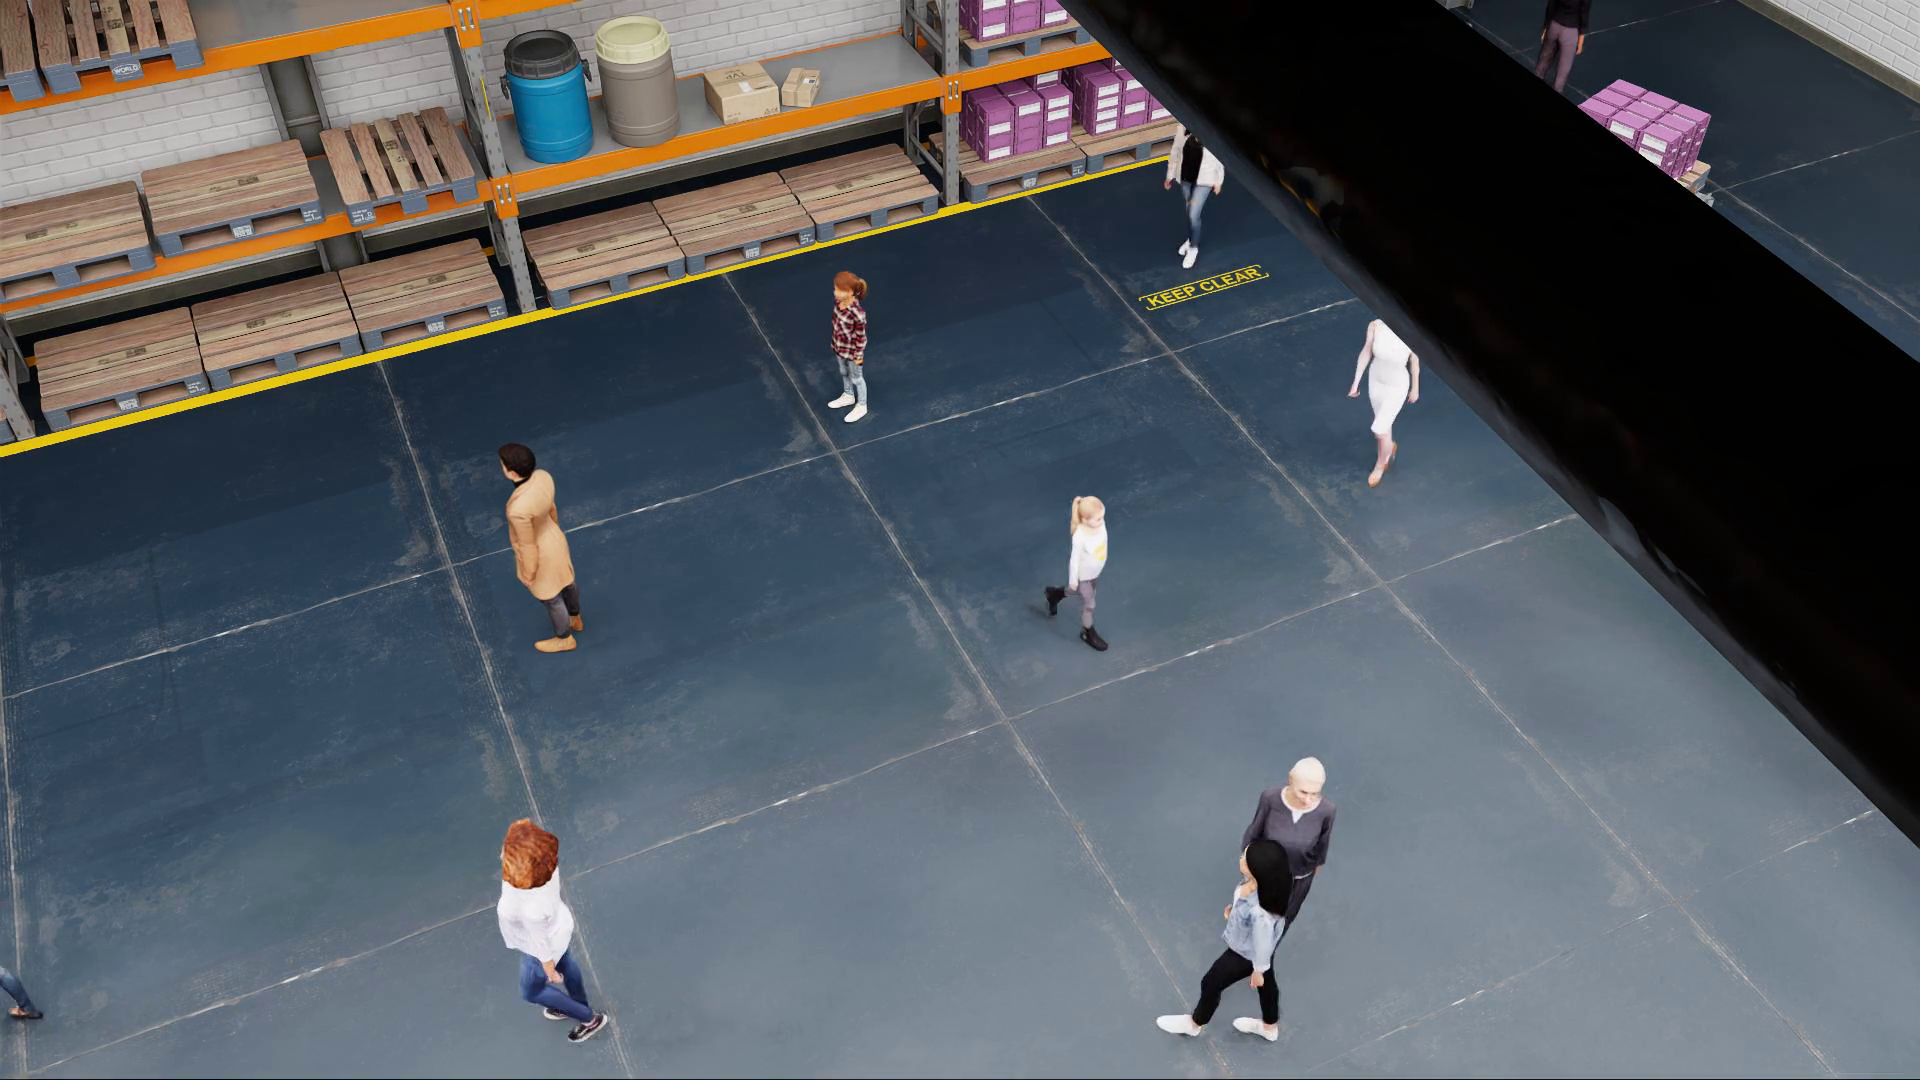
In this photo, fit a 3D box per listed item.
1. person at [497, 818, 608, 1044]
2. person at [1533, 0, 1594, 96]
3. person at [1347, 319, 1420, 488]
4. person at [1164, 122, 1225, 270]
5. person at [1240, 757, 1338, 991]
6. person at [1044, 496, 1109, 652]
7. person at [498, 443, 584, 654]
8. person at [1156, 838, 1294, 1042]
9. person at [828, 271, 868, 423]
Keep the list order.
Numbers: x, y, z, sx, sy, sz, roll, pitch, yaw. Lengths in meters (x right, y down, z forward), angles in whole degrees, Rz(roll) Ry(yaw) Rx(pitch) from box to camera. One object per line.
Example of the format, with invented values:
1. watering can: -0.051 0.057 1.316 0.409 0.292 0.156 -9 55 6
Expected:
1. person: -2.104 2.087 8.785 0.815 1.695 0.773 2 44 2
2. person: 5.803 -4.834 16.067 0.624 1.671 0.659 -31 52 -29
3. person: 3.179 -1.133 12.114 0.699 1.765 0.789 27 50 26
4. person: 2.077 -3.190 14.378 0.757 1.621 0.814 27 50 25
5. person: 1.793 1.700 9.188 1.024 1.699 1.065 12 45 13
6. person: 0.786 0.178 11.103 0.769 1.261 0.805 27 50 25
7. person: -2.731 0.052 10.899 0.806 1.726 0.764 8 44 9
8. person: 1.621 2.145 8.731 1.005 1.685 0.927 11 45 12
9. person: -0.850 -1.518 12.851 0.575 1.306 0.575 -28 50 -26
